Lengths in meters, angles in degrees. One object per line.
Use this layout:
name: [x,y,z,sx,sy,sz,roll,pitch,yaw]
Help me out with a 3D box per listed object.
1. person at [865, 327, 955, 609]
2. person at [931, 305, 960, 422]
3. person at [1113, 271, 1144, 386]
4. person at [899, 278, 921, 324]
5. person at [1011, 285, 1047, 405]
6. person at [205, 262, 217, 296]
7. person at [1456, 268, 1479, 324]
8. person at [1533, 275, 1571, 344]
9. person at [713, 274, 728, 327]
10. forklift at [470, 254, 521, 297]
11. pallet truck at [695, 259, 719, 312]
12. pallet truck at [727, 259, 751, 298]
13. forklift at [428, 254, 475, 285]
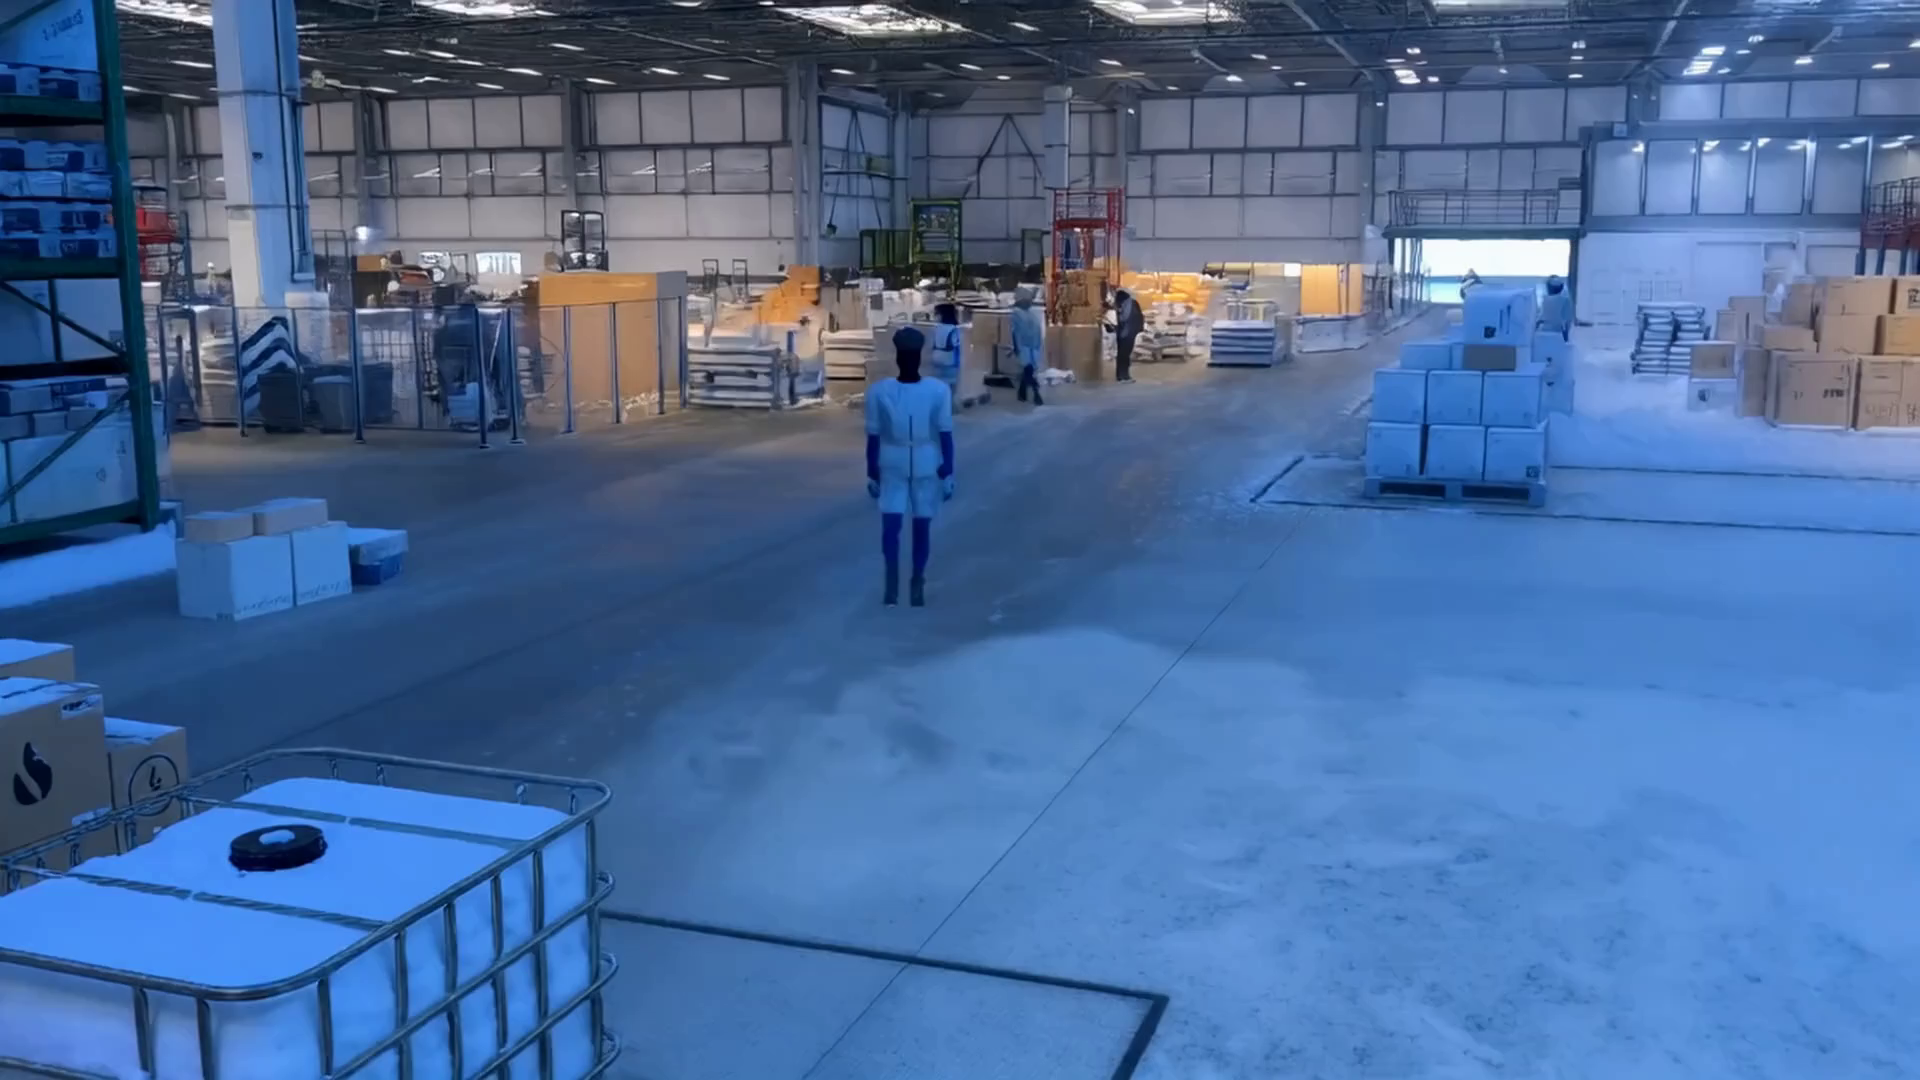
person: [-0.336,-0.471,11.367,0.608,1.949,0.505,-1,10,-5]
person: [-0.254,-2.461,23.333,0.622,1.676,0.548,-8,13,-40]
person: [3.007,-3.764,29.634,0.539,2.000,0.689,3,10,16]
person: [-1.205,-5.414,39.846,0.532,1.708,0.943,-2,10,-10]
person: [1.063,-3.113,26.444,0.578,1.881,0.970,-4,11,-22]
person: [-29.392,-9.986,65.301,0.586,1.824,0.404,8,13,39]
person: [14.004,-6.549,45.794,0.616,1.867,0.531,6,12,31]
person: [9.978,-3.462,28.040,0.614,2.015,0.973,-1,10,-5]
person: [-5.335,-5.093,37.706,0.912,1.827,0.522,2,10,9]
forklift: [-17.990,-10.121,64.684,1.157,1.987,2.680,3,11,17]
pallet truck: [-9.165,-9.627,62.776,0.823,1.965,1.885,4,11,23]
pallet truck: [-7.986,-9.493,62.019,0.823,1.965,1.885,3,11,17]
forklift: [-20.133,-10.254,65.465,1.157,1.987,2.680,3,11,19]
